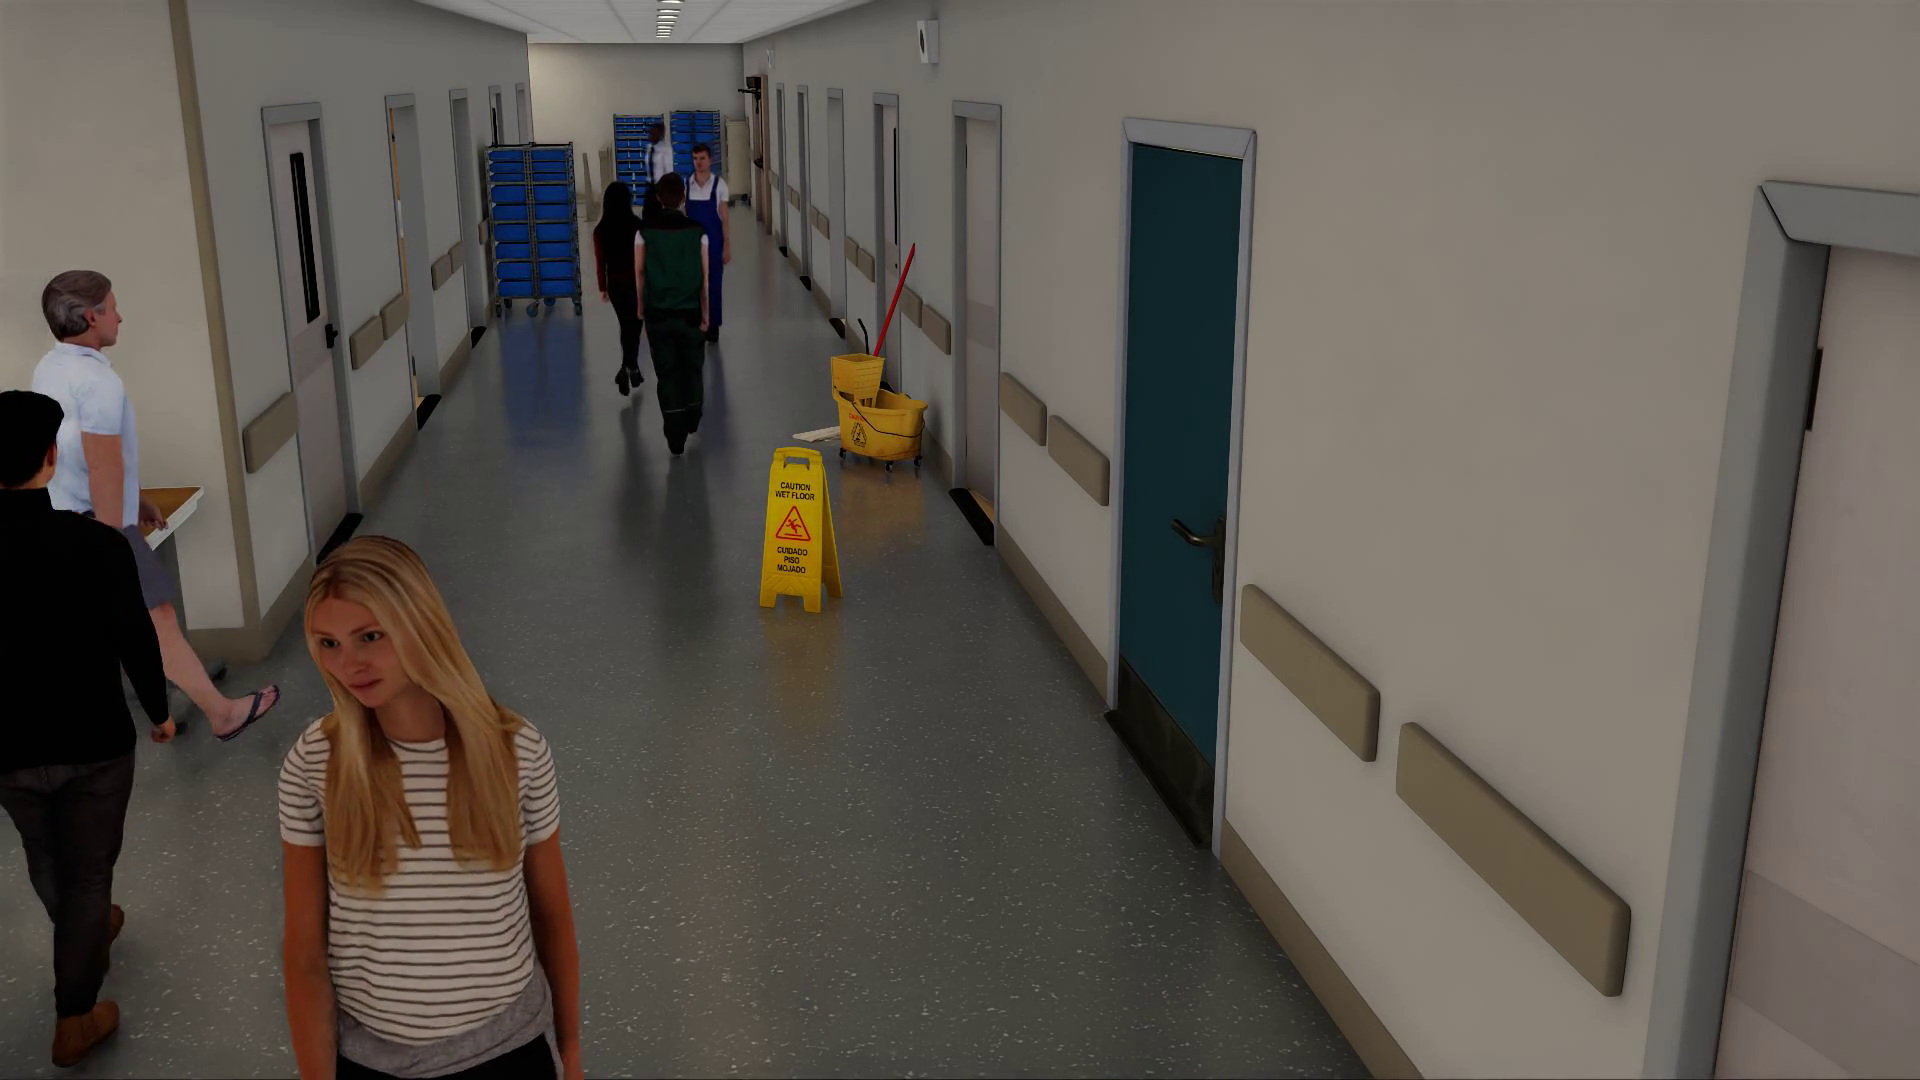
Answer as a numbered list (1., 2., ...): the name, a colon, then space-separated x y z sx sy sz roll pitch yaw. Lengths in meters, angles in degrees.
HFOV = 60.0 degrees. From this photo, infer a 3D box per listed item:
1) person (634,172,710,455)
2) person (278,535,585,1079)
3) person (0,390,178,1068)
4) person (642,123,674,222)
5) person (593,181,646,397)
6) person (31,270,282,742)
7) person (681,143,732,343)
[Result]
1. person: -1.886 -1.462 10.938 0.655 1.805 1.042 -3 16 -12
2. person: -0.885 0.857 2.786 0.673 1.770 1.260 -5 16 -17
3. person: -2.293 0.505 4.161 0.676 1.700 0.931 -2 16 -6
4. person: -3.969 -4.610 22.128 0.857 1.797 0.921 12 20 37
5. person: -2.580 -1.912 12.877 0.736 1.623 1.108 1 16 3
6. person: -3.101 0.013 5.757 1.167 1.782 1.180 13 20 38
7. person: -2.334 -2.734 15.421 0.793 1.826 1.090 1 16 2
